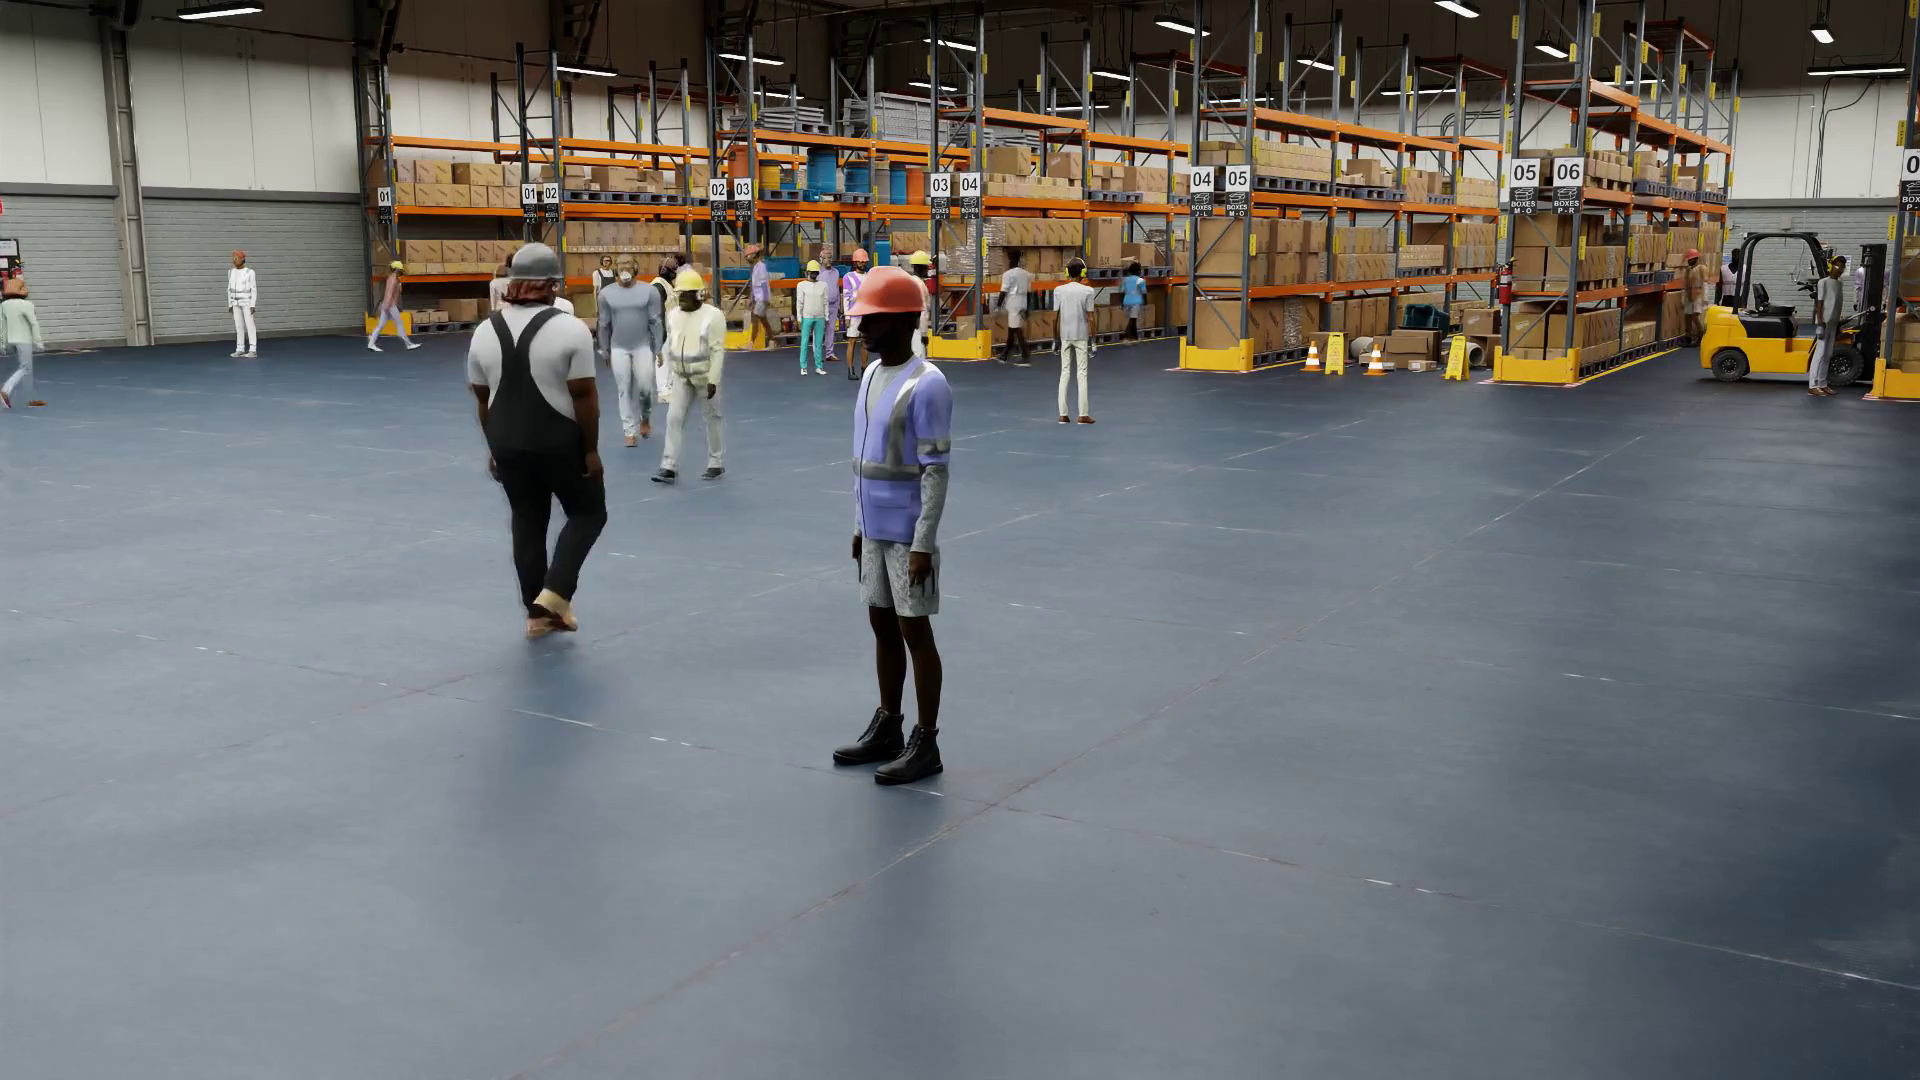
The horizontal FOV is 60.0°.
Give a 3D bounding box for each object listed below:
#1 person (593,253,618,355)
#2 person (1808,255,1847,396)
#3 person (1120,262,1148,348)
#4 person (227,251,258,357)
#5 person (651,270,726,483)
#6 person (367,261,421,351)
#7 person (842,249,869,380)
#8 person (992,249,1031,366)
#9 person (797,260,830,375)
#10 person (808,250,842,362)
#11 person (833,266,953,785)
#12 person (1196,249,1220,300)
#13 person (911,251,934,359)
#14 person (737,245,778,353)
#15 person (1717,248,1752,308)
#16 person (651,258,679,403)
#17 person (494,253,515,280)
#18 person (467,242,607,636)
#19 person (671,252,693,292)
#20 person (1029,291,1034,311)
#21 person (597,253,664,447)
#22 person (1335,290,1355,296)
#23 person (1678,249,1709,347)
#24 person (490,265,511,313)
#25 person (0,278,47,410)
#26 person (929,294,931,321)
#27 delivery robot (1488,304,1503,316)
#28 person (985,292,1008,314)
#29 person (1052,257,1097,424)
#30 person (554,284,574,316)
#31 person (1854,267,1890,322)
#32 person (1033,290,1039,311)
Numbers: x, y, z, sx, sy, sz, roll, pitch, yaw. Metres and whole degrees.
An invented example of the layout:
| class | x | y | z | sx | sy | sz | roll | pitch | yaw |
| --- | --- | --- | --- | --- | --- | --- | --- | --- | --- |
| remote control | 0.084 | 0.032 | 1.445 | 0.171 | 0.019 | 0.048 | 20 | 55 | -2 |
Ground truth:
| class | x | y | z | sx | sy | sz | roll | pitch | yaw |
| --- | --- | --- | --- | --- | --- | --- | --- | --- | --- |
| person | -6.452 | -4.311 | 30.383 | 0.506 | 1.845 | 0.344 | -9 | 14 | -42 |
| person | 11.590 | -2.852 | 22.162 | 0.521 | 1.865 | 0.328 | -7 | 12 | -33 |
| person | 3.398 | -4.587 | 32.478 | 0.539 | 1.641 | 0.926 | 7 | 12 | 36 |
| person | -12.768 | -4.185 | 29.569 | 0.575 | 1.884 | 0.355 | 3 | 11 | 17 |
| person | -2.282 | -1.357 | 13.988 | 0.600 | 1.793 | 0.860 | 4 | 11 | 23 |
| person | -10.698 | -4.383 | 31.233 | 0.986 | 1.684 | 0.526 | -6 | 12 | -30 |
| person | -1.475 | -3.345 | 24.716 | 0.542 | 1.938 | 0.357 | -7 | 12 | -34 |
| person | 0.822 | -3.853 | 27.576 | 0.958 | 1.917 | 0.636 | 8 | 13 | 37 |
| person | -2.255 | -3.420 | 25.621 | 0.533 | 1.765 | 0.329 | -5 | 11 | -26 |
| person | -2.279 | -3.992 | 28.425 | 0.649 | 1.906 | 0.401 | -9 | 14 | -42 |
| person | -0.255 | -0.052 | 6.272 | 0.356 | 1.938 | 0.543 | -7 | 12 | -33 |
| person | 4.442 | -4.388 | 30.293 | 0.606 | 2.035 | 0.405 | 6 | 12 | 32 |
| person | -0.529 | -2.751 | 21.439 | 0.380 | 1.921 | 0.635 | -3 | 11 | -16 |
| person | -3.797 | -4.475 | 30.906 | 0.843 | 1.986 | 0.712 | -3 | 10 | -14 |
| person | 15.297 | -4.800 | 32.912 | 0.589 | 1.922 | 0.392 | 7 | 12 | 35 |
| person | -3.722 | -2.669 | 21.219 | 0.429 | 1.837 | 0.621 | 1 | 10 | 4 |
| person | -9.194 | -4.924 | 33.904 | 0.637 | 1.821 | 0.556 | -6 | 12 | -31 |
| person | -2.122 | -0.505 | 8.520 | 0.701 | 2.000 | 0.536 | 3 | 11 | 17 |
| person | -5.946 | -5.223 | 35.523 | 0.621 | 1.829 | 0.475 | 8 | 13 | 39 |
| person | 1.395 | -5.173 | 35.806 | 0.497 | 1.633 | 0.284 | 9 | 13 | 41 |
| person | -3.285 | -1.894 | 16.618 | 0.650 | 1.927 | 0.507 | -1 | 10 | -4 |
| person | 8.980 | -5.753 | 38.782 | 0.508 | 1.728 | 0.389 | 7 | 13 | 36 |
| person | 14.265 | -4.682 | 32.278 | 0.562 | 1.916 | 0.618 | -4 | 11 | -19 |
| person | -8.619 | -4.386 | 31.448 | 0.505 | 1.620 | 0.342 | -3 | 11 | -18 |
| person | -11.569 | -2.409 | 20.396 | 0.501 | 1.607 | 0.726 | 4 | 11 | 21 |
| person | -0.837 | -5.894 | 39.906 | 0.319 | 1.618 | 0.732 | 6 | 12 | 30 |
| delivery robot | 12.893 | -5.511 | 40.457 | 0.707 | 0.478 | 0.477 | -2 | 10 | -10 |
| person | 0.797 | -4.792 | 32.850 | 0.624 | 1.934 | 0.364 | 1 | 10 | 4 |
| person | 1.289 | -2.227 | 18.655 | 0.536 | 1.865 | 0.312 | 5 | 11 | 24 |
| person | -3.493 | -1.419 | 14.130 | 0.528 | 1.866 | 0.323 | 5 | 11 | 25 |
| person | 17.258 | -4.546 | 31.513 | 0.587 | 1.918 | 0.393 | 5 | 11 | 24 |
| person | 1.808 | -5.704 | 37.901 | 0.514 | 1.946 | 0.659 | -1 | 10 | -5 |
